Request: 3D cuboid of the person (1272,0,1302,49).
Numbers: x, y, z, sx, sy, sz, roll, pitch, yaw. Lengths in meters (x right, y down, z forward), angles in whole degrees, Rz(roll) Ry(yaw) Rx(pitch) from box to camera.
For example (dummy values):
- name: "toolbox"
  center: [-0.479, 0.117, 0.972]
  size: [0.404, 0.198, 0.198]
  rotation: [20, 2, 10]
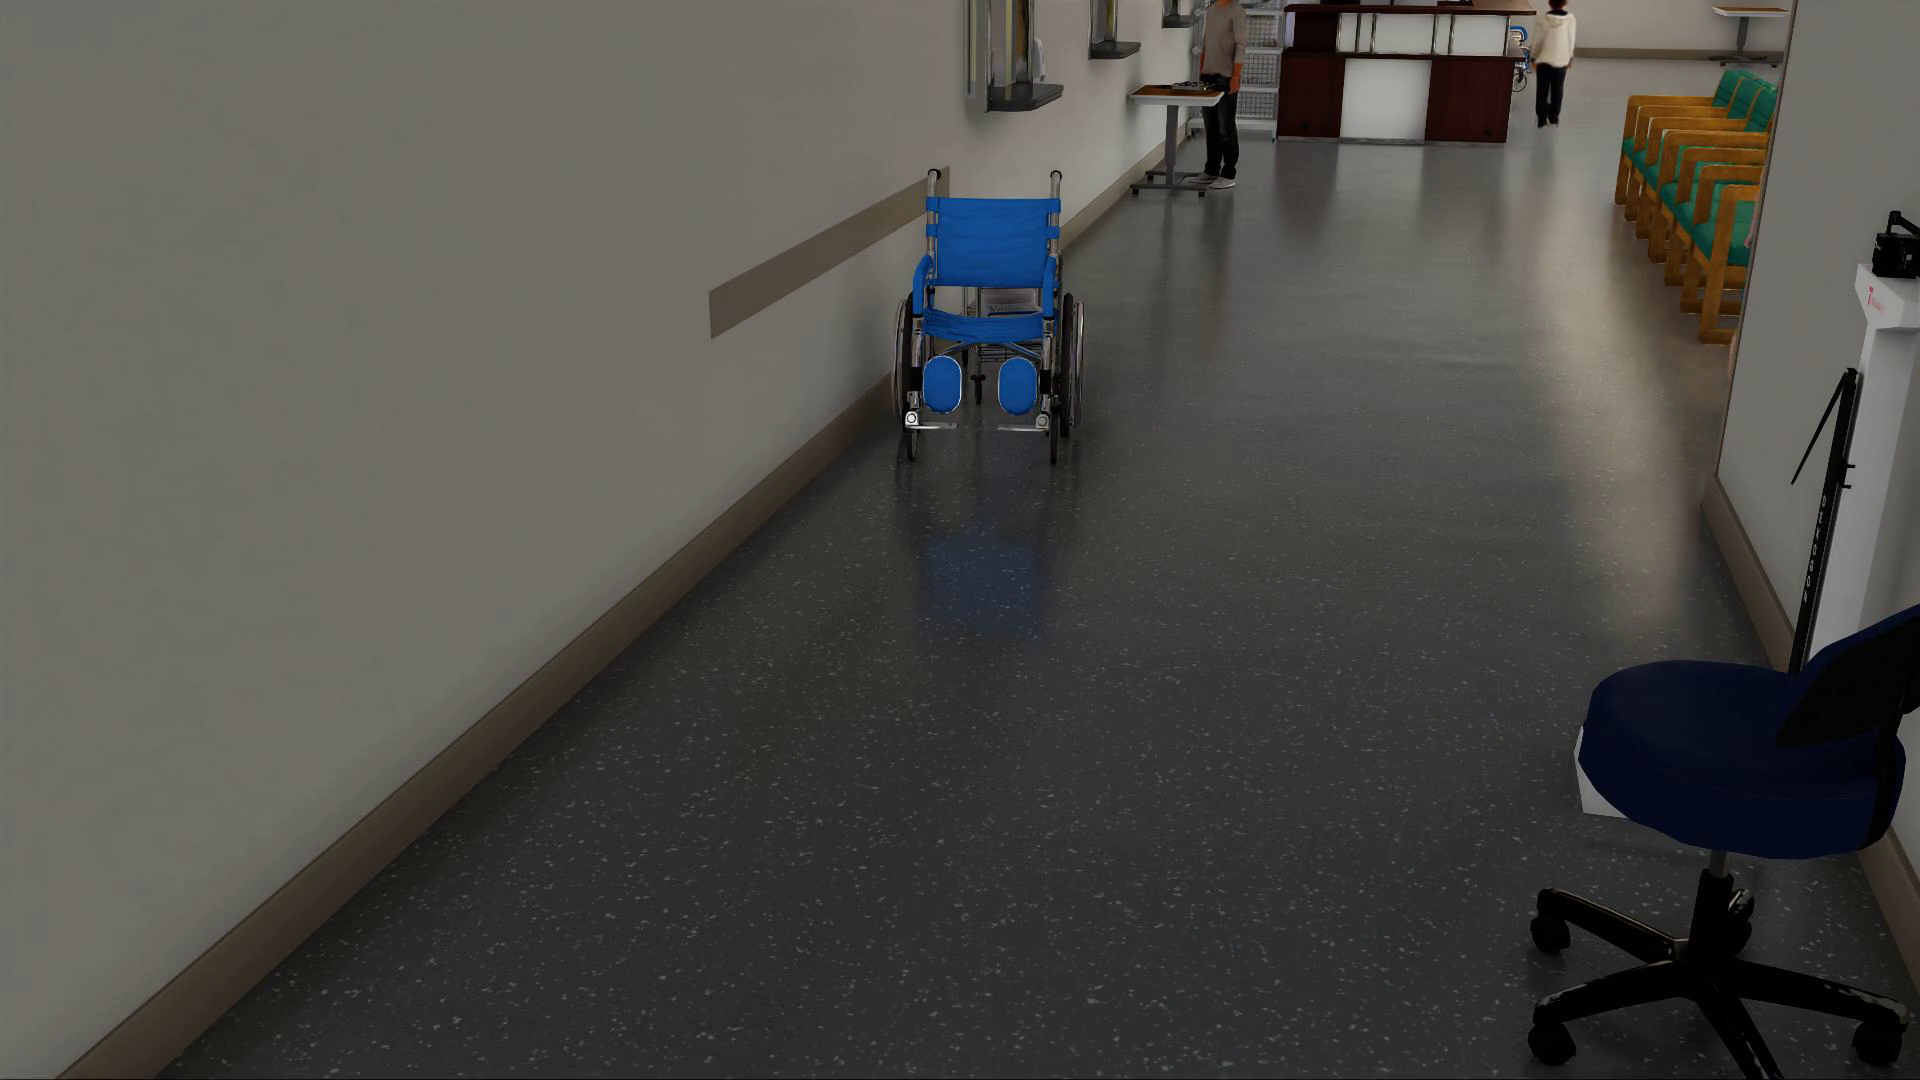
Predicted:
- name: "person"
  center: [5.464, -9.131, 27.689]
  size: [0.751, 1.922, 0.852]
  rotation: [-5, 21, -14]

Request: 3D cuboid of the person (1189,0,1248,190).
- name: "person"
  center: [2.220, -3.913, 14.070]
  size: [0.781, 1.811, 0.718]
  rotation: [-12, 24, -28]

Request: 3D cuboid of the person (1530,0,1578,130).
- name: "person"
  center: [6.345, -5.142, 17.836]
  size: [0.713, 1.441, 0.724]
  rotation: [8, 22, 21]
